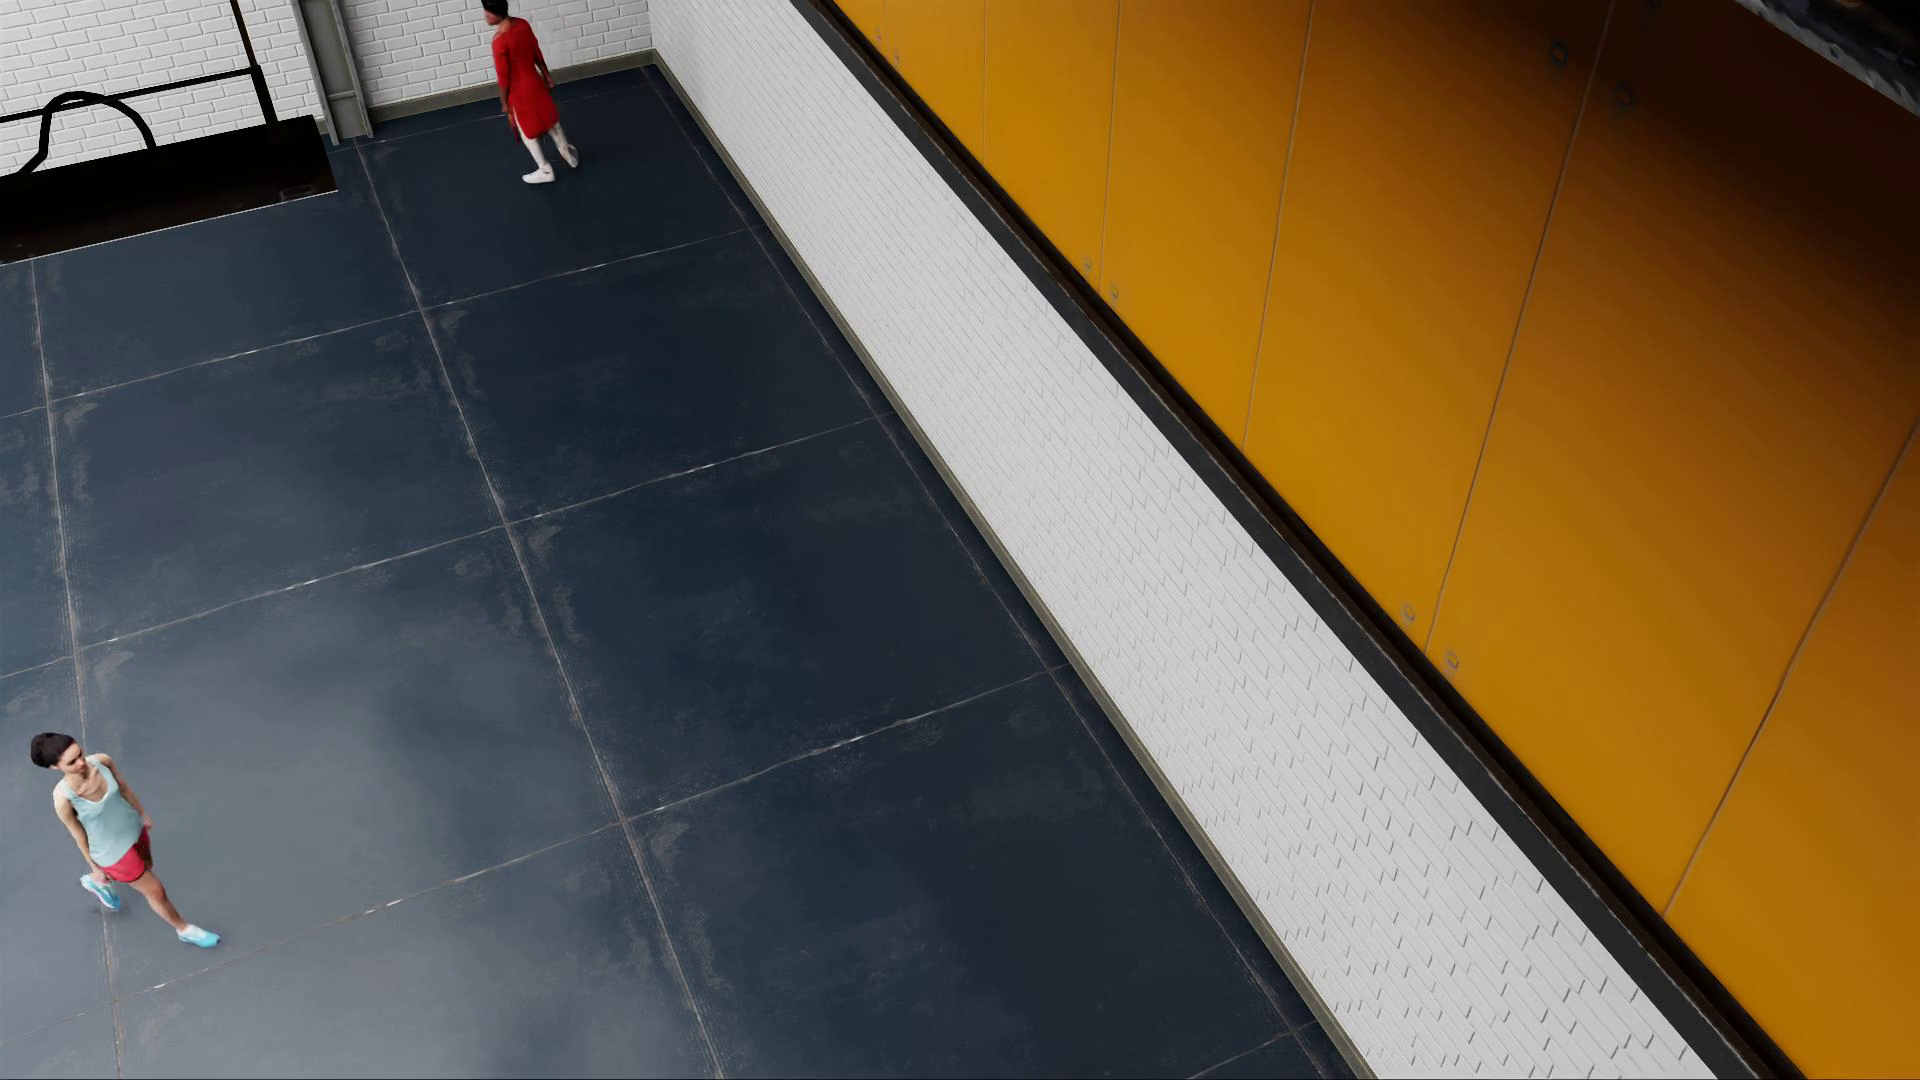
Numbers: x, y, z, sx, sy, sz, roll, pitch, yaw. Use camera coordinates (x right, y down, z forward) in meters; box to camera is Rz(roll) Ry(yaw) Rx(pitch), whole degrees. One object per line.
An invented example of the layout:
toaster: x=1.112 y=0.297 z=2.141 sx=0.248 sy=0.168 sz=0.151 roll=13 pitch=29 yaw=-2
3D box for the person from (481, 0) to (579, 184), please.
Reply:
person: x=-3.919 y=-4.160 z=15.294 sx=1.055 sy=1.834 sz=0.946 roll=28 pitch=50 yaw=26

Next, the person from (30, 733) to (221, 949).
person: x=-4.746 y=1.665 z=9.248 sx=1.136 sy=1.741 sz=1.035 roll=11 pitch=45 yaw=12
